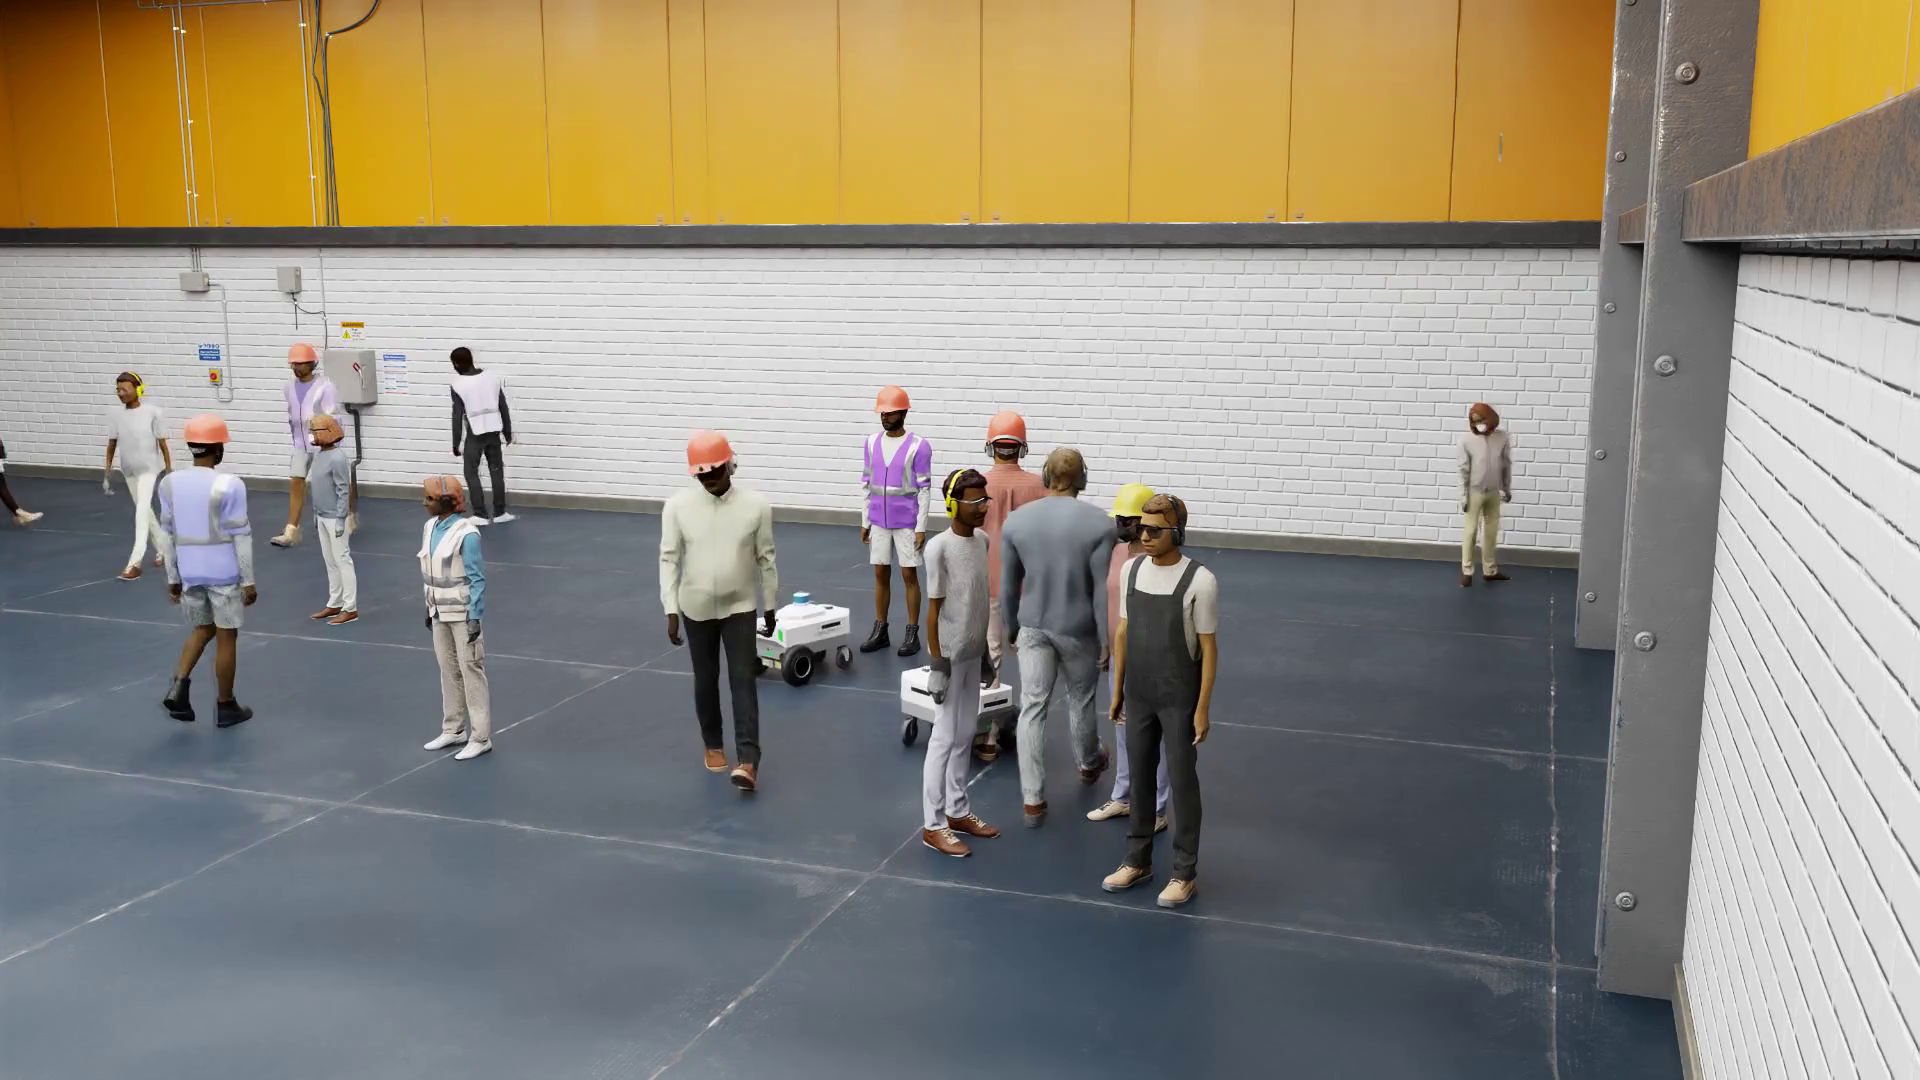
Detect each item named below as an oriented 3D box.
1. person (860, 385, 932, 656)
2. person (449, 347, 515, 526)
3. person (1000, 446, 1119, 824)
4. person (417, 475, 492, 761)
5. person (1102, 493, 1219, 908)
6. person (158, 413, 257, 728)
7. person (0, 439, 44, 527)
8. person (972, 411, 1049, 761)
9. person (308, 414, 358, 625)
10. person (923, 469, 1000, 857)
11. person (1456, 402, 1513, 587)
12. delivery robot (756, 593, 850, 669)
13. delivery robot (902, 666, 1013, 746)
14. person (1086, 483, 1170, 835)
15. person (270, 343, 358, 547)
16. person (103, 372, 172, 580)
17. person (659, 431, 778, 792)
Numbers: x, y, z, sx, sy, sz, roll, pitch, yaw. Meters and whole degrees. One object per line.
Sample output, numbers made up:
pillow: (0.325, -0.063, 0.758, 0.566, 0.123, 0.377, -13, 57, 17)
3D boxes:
person: (-0.471, -0.138, 11.889, 0.544, 1.939, 0.354, 5, 11, 24)
person: (-4.976, -1.090, 17.448, 0.380, 1.877, 0.714, 9, 14, 42)
person: (0.536, 0.454, 8.680, 0.669, 1.883, 1.021, 4, 11, 19)
person: (-2.890, 0.436, 9.502, 0.523, 1.636, 0.311, 9, 13, 41)
person: (0.891, 0.704, 7.407, 0.514, 1.845, 0.337, 8, 13, 39)
person: (-4.526, 0.202, 10.009, 0.547, 1.925, 0.504, 2, 10, 13)
person: (-9.908, -0.932, 17.112, 0.819, 1.655, 0.553, -3, 11, -18)
person: (0.264, 0.261, 9.479, 0.616, 1.993, 0.395, -1, 10, -7)
person: (-4.885, -0.166, 12.902, 0.279, 1.633, 0.501, -9, 14, -43)
person: (0.013, 0.576, 8.060, 0.319, 1.870, 0.521, 6, 12, 31)
person: (4.539, -0.386, 14.242, 0.659, 1.596, 0.361, -3, 10, -15)
delivery robot: (-1.080, 0.605, 11.333, 0.477, 0.478, 0.707, 8, 13, 40)
delivery robot: (-0.023, 0.904, 9.649, 0.477, 0.478, 0.707, -8, 13, -39)
person: (0.866, 0.592, 8.256, 0.316, 1.769, 0.523, -6, 12, -31)
person: (-6.334, -0.920, 16.305, 0.632, 1.945, 1.075, 3, 11, 16)
person: (-7.321, -0.596, 14.821, 0.558, 1.822, 1.000, 1, 10, 4)
person: (-1.285, 0.390, 8.952, 0.628, 1.935, 1.024, -2, 10, -9)
